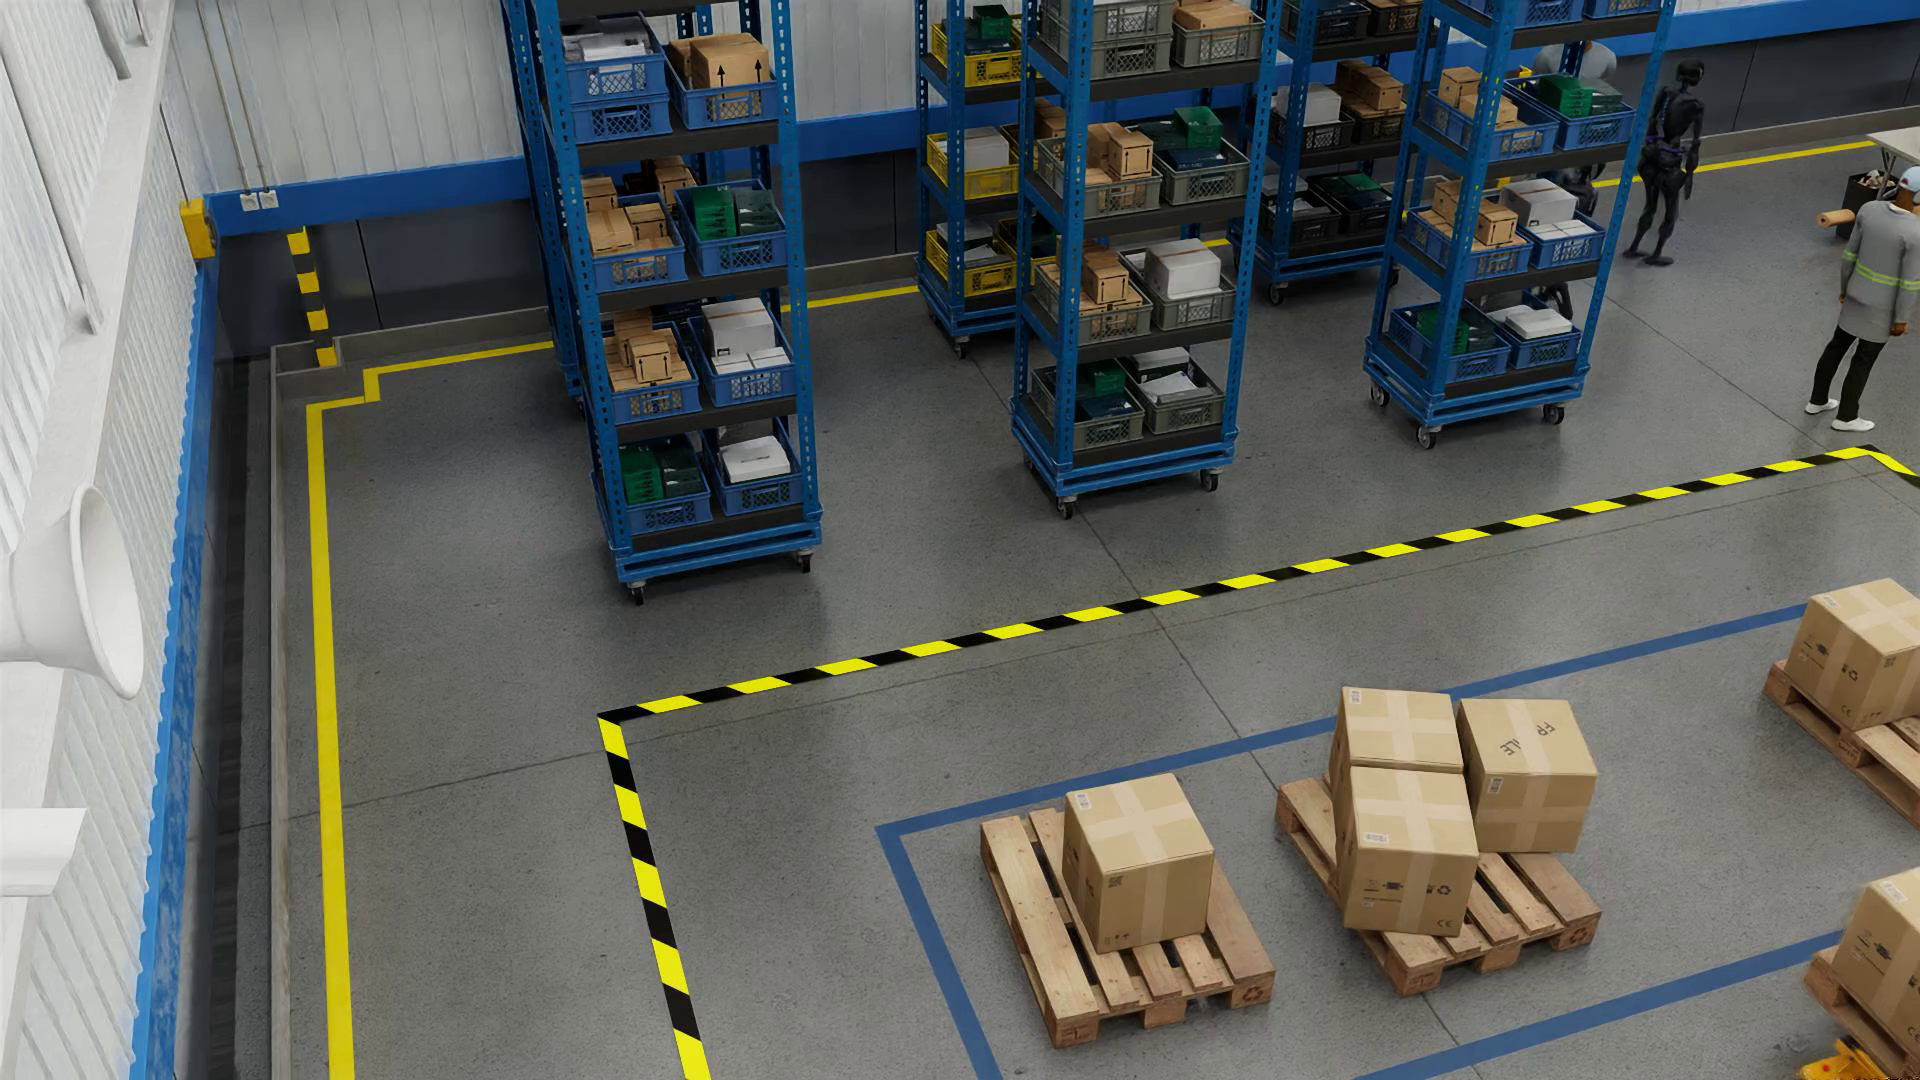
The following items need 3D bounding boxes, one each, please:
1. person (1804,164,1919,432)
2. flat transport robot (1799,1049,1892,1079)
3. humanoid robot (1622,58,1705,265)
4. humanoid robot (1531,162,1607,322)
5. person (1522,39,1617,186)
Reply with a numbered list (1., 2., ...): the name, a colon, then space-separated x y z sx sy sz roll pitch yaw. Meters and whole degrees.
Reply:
1. person: 6.025 -1.587 10.933 0.386 1.851 0.588 -11 37 -16
2. flat transport robot: 4.302 2.223 6.879 1.431 0.197 0.652 -11 37 -15
3. humanoid robot: 5.533 -2.955 13.025 0.329 1.661 0.591 -12 37 -17
4. humanoid robot: 4.238 -2.000 11.676 0.511 1.640 0.613 15 38 20
5. person: 4.789 -3.270 13.245 0.634 1.935 0.353 4 35 5
